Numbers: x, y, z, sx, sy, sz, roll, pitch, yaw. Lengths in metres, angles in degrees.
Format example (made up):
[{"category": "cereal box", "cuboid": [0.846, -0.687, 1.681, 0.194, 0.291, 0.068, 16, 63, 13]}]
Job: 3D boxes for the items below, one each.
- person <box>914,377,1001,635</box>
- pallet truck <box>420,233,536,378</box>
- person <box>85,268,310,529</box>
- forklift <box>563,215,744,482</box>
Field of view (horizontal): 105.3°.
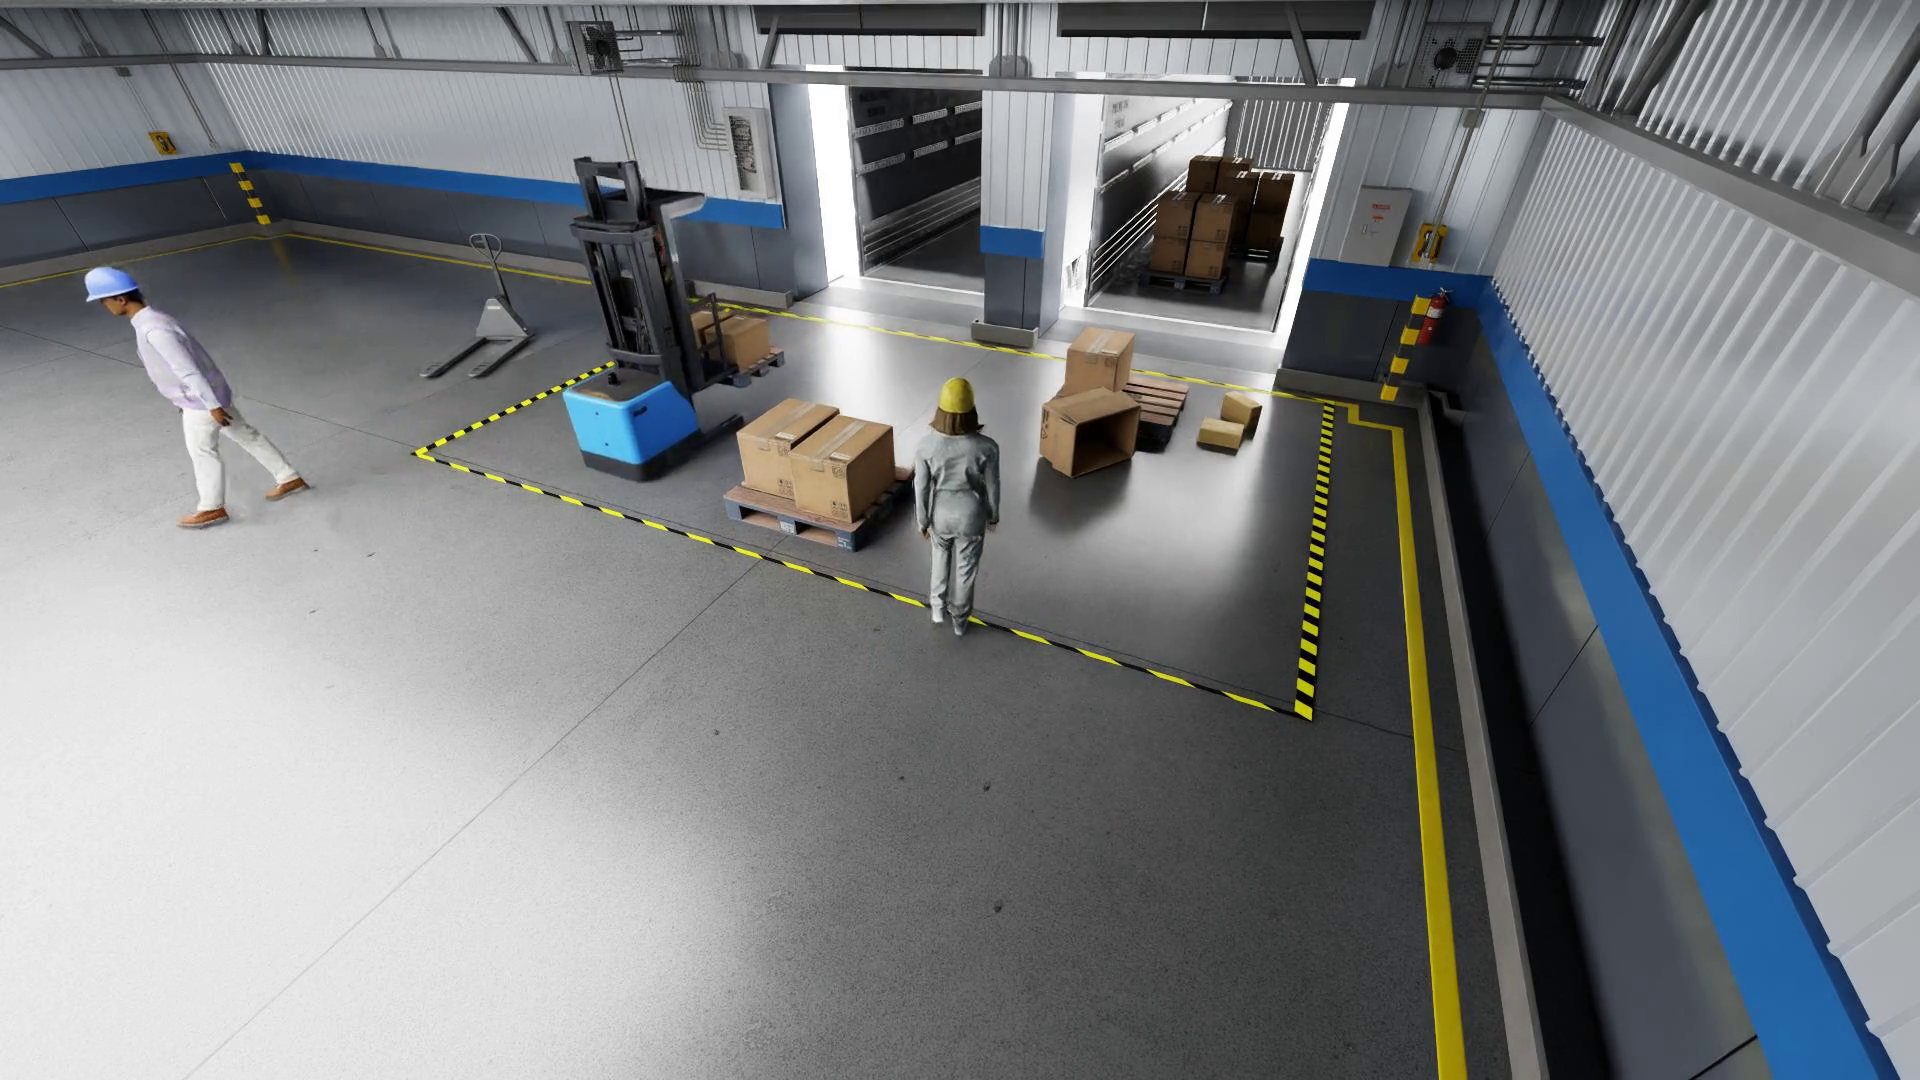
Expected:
[{"category": "person", "cuboid": [-0.010, -0.150, 4.408, 0.487, 1.731, 0.397, 6, 36, 8]}, {"category": "pallet truck", "cuboid": [-5.664, -2.712, 8.427, 0.680, 1.201, 1.601, 0, 35, -1]}, {"category": "person", "cuboid": [-5.856, -1.031, 5.484, 0.841, 1.911, 0.621, -30, 45, -35]}, {"category": "forklift", "cuboid": [-2.834, -1.586, 6.155, 0.716, 2.013, 0.776, 15, 38, 20]}]
